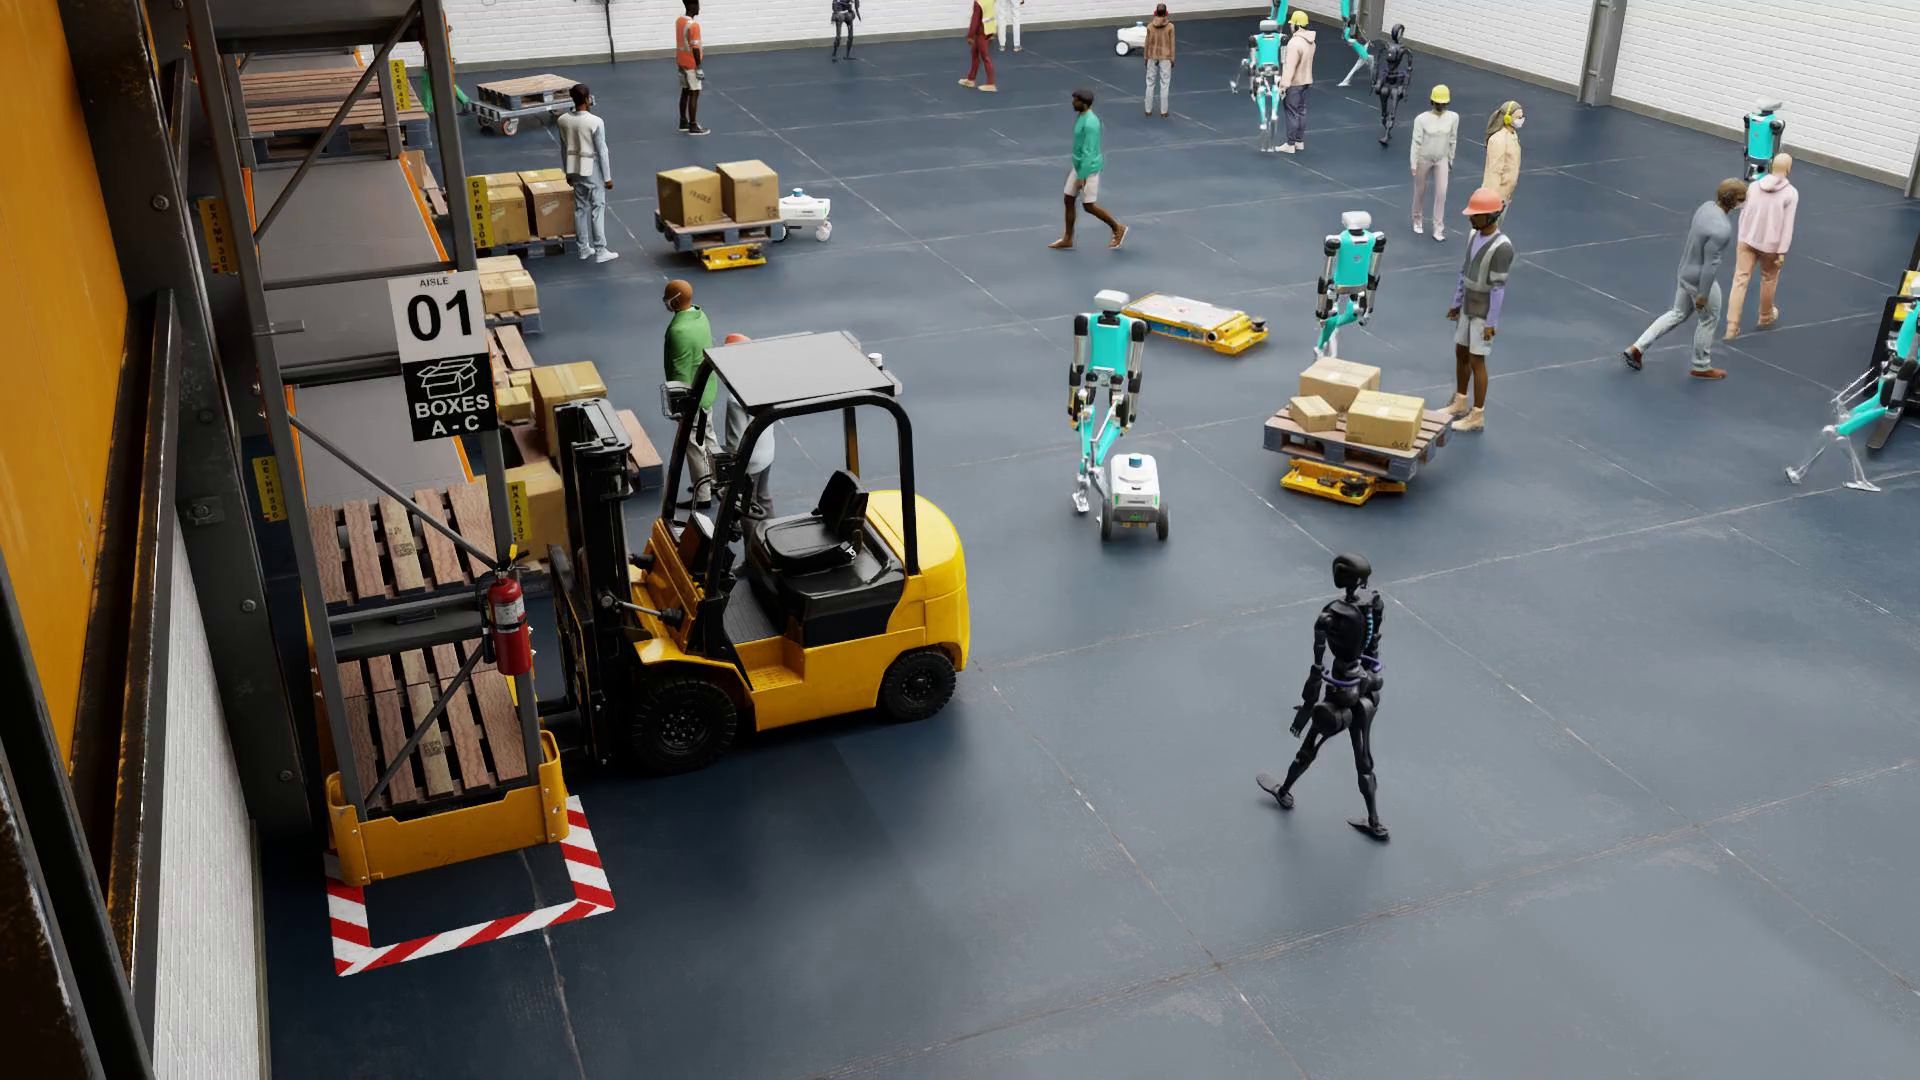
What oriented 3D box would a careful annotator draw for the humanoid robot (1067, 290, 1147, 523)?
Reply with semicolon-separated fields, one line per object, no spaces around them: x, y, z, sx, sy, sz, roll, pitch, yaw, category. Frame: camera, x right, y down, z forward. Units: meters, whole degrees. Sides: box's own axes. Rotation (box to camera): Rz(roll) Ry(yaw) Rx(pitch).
1.004;-0.871;12.086;0.544;1.740;0.863;7;28;14;humanoid robot

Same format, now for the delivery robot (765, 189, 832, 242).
-1.867;-3.720;19.085;0.813;0.609;0.499;1;27;1;delivery robot

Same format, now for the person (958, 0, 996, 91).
0.234;-7.970;26.194;0.787;1.742;0.506;10;28;19;person

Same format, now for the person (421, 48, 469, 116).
-7.703;-7.134;24.474;0.907;1.807;0.509;-11;29;-20;person

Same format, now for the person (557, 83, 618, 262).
-4.068;-3.978;18.076;0.592;1.913;0.395;13;29;24;person

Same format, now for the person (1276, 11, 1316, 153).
4.580;-6.210;22.576;0.429;1.859;0.790;16;31;28;person

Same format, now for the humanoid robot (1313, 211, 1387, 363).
3.270;-2.011;14.440;0.535;1.842;0.800;-4;27;-8;humanoid robot

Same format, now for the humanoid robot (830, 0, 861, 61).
-1.978;-9.024;28.377;0.609;1.641;0.406;-21;34;-36;humanoid robot

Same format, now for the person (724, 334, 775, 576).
-1.473;-0.589;11.523;0.349;1.738;0.571;8;28;16;person

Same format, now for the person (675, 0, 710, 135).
-3.794;-6.734;23.517;0.389;1.953;0.617;-17;31;-30;person

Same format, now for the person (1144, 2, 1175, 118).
2.929;-7.062;24.502;0.462;1.648;0.327;8;28;15;person

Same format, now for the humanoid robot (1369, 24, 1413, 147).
5.925;-6.278;22.950;0.589;1.622;0.780;18;32;32;humanoid robot

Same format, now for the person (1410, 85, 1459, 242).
5.366;-4.260;18.826;0.544;1.726;0.827;-1;27;-2;person

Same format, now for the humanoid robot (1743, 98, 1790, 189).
8.918;-3.938;18.233;0.817;1.808;0.556;-8;28;-15;humanoid robot

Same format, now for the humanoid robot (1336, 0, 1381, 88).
6.415;-8.012;26.359;0.891;1.831;0.549;0;27;-1;humanoid robot

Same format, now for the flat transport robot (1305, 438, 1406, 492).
3.175;-0.768;13.516;0.659;0.231;1.431;2;27;3;flat transport robot

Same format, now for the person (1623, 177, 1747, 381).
6.546;-2.315;14.787;0.820;1.890;0.660;2;27;3;person

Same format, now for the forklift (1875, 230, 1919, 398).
9.029;-2.397;14.618;1.214;2.155;2.313;18;32;32;forklift

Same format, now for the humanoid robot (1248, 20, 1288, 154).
4.163;-6.002;22.328;0.564;1.772;0.927;0;27;-1;humanoid robot

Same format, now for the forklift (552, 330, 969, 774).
-1.094;0.010;9.831;2.313;2.155;1.214;-10;28;-20;forklift

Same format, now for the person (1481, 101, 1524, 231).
5.650;-3.669;17.499;0.414;1.877;0.552;16;31;29;person

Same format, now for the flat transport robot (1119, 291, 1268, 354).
2.215;-2.126;16.216;1.431;0.231;0.659;20;33;34;flat transport robot

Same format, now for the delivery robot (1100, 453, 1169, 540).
1.294;-0.350;12.356;0.499;0.586;0.773;1;27;3;delivery robot

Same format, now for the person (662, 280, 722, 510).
-2.014;-1.094;12.492;0.388;1.776;0.545;5;27;9;person

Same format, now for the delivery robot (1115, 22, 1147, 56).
3.088;-8.729;29.051;0.783;0.611;0.514;10;28;19;delivery robot

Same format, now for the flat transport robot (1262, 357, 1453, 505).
3.167;-0.670;13.319;0.659;0.231;1.431;16;31;29;flat transport robot

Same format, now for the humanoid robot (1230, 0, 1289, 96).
4.620;-7.792;25.885;0.919;1.795;0.549;14;30;25;humanoid robot

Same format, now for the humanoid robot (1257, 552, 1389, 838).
2.022;0.796;8.874;0.589;1.624;0.759;-21;33;-35;humanoid robot

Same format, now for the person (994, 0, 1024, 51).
0.857;-9.565;29.218;0.573;1.882;0.361;3;27;5;person

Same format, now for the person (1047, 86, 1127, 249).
1.433;-4.097;18.413;0.816;1.819;0.503;-5;27;-10;person

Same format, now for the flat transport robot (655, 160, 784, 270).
-2.692;-3.322;18.594;0.659;0.231;1.431;-11;29;-21;flat transport robot

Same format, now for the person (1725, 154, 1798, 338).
7.748;-2.855;16.007;0.544;1.743;0.883;21;34;36;person

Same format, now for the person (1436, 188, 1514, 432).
4.288;-1.914;13.834;0.425;2.033;0.628;-5;27;-9;person

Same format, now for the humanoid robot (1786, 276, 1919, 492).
6.874;-1.155;12.741;0.840;1.857;0.546;11;29;21;humanoid robot
